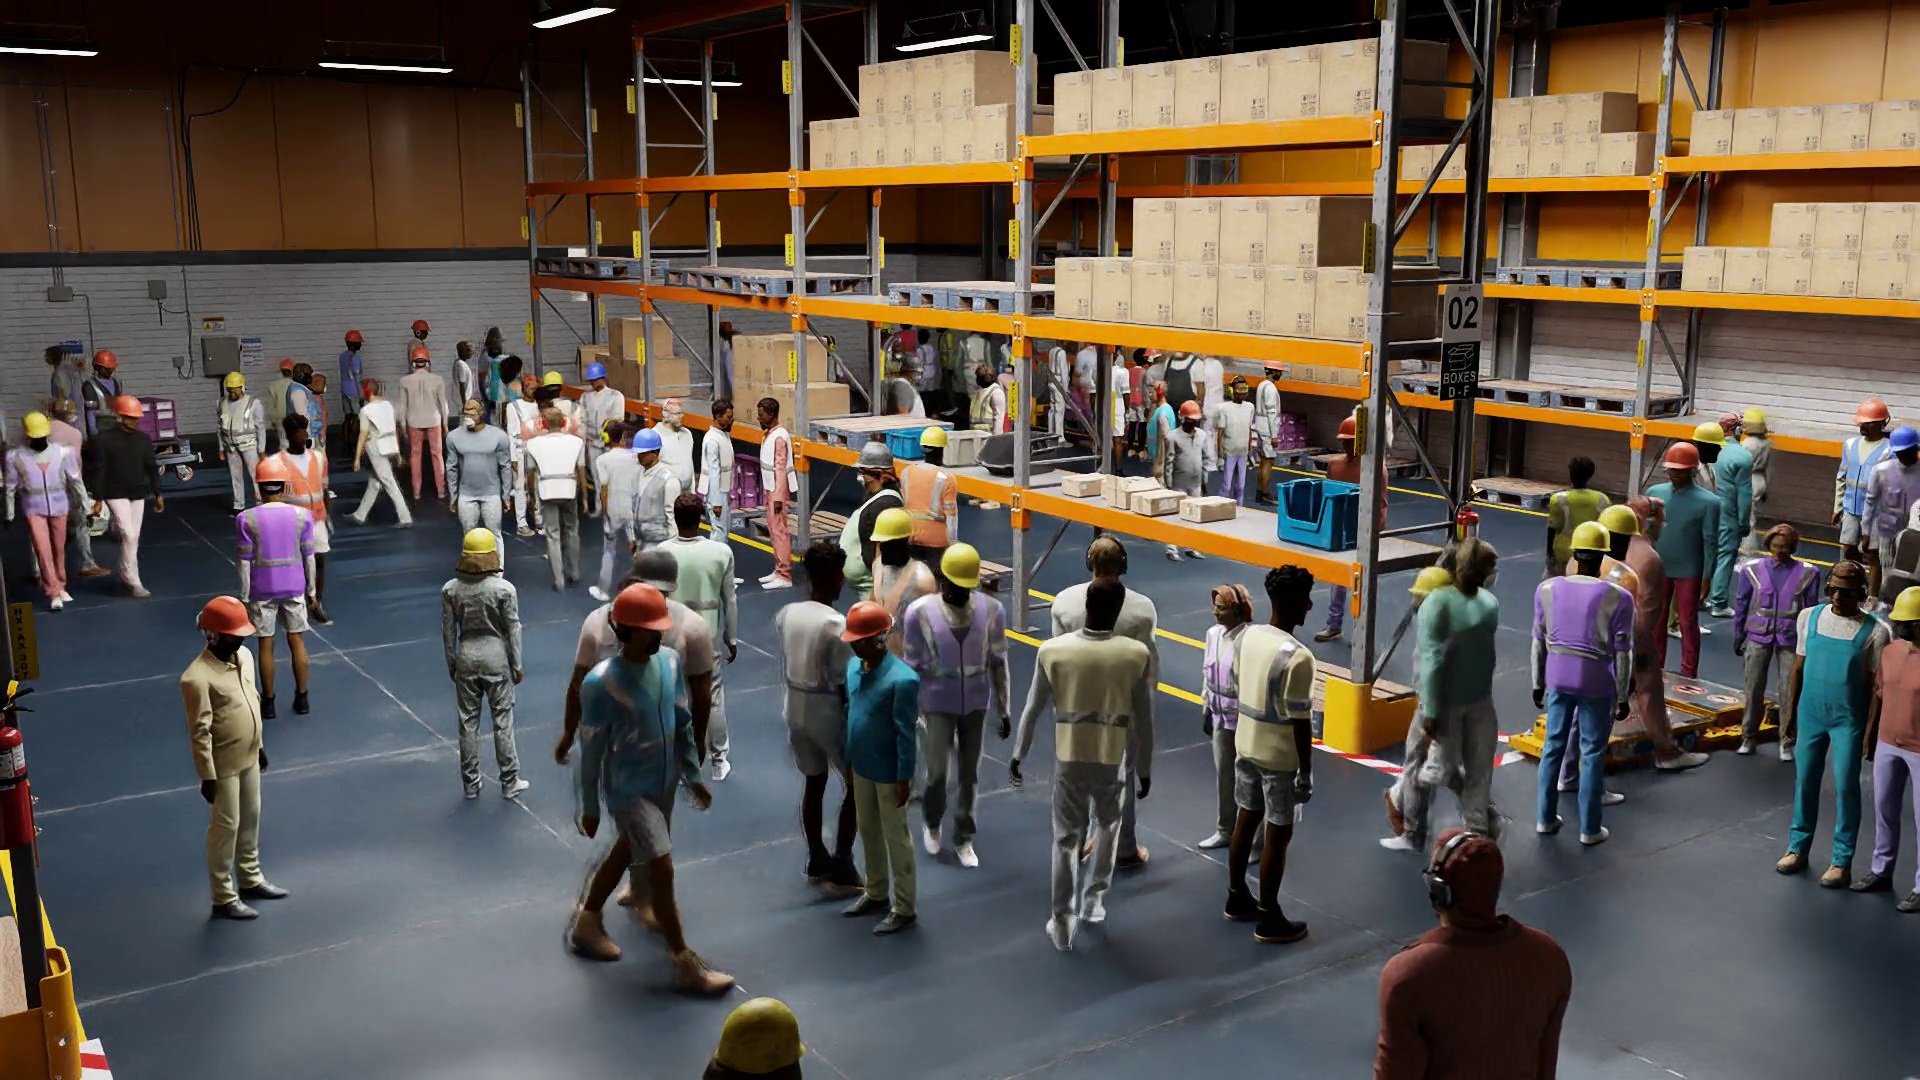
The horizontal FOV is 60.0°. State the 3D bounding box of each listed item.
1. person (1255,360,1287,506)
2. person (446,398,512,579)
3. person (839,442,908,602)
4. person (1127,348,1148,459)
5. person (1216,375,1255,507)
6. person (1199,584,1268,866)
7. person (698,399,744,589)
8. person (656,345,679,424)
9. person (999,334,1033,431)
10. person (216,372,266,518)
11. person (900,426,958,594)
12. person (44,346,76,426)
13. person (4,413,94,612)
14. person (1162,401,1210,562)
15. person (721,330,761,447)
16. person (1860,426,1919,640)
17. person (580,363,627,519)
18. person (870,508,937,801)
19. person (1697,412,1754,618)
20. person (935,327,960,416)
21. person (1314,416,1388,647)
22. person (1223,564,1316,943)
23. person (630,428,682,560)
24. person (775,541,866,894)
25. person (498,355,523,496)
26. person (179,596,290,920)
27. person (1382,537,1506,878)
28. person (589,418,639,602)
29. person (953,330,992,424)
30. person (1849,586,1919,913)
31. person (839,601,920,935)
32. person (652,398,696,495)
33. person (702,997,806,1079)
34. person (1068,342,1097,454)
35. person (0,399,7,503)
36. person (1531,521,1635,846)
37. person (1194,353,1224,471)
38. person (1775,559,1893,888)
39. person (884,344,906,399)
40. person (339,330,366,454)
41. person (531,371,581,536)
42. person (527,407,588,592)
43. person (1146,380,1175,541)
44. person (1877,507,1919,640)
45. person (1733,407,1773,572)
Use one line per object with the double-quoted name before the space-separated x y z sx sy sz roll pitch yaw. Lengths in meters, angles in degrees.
"person" 3.979 -1.400 21.327 0.376 1.927 0.543 0 11 -1
"person" -4.716 -0.435 16.344 0.631 1.936 0.362 -1 11 -3
"person" -0.655 0.273 12.454 0.536 2.000 0.676 0 11 -1
"person" 2.742 -2.078 25.370 0.318 1.697 0.535 -8 13 -34
"person" 3.203 -0.977 19.293 0.508 1.872 0.329 -5 12 -26
"person" 1.581 1.048 9.550 0.323 1.630 0.519 -6 12 -28
"person" -2.391 -0.453 16.529 0.409 1.907 0.598 0 11 0
"person" -4.953 -2.649 27.953 0.503 1.837 0.337 1 11 3
"person" 0.918 -2.593 27.451 0.588 1.913 0.398 6 13 28
"person" -8.792 -1.154 20.355 0.609 1.821 0.415 1 11 7
"person" -0.253 -0.018 14.270 0.584 1.918 0.409 8 13 35
"person" -13.011 -1.896 24.095 0.386 1.831 0.516 -6 13 -28
"person" -8.573 -0.267 15.663 0.694 1.861 0.972 -9 14 -38
"person" 2.446 -0.632 17.855 0.586 1.743 0.359 -6 13 -29
"person" -3.570 -2.396 26.519 1.012 1.884 0.651 2 11 12
"person" 8.213 -0.057 14.500 0.632 1.894 0.836 7 13 33
"person" -4.348 -1.191 20.224 0.611 1.937 0.421 3 12 16
"person" -0.301 0.739 10.533 0.633 1.858 0.623 -8 13 -34
"person" 7.094 -0.237 15.445 0.394 1.900 0.642 -4 12 -21
"person" -0.271 -3.247 30.865 0.495 1.897 0.609 -3 12 -16
"person" 3.373 -0.074 14.347 0.381 1.994 0.621 -11 15 -44
"person" 1.617 1.083 8.541 0.382 1.958 0.606 -5 12 -23
"person" -2.583 0.015 14.048 0.612 1.939 0.417 11 15 44
"person" -0.729 0.969 9.123 0.623 1.950 0.444 9 14 40
"person" -5.853 -1.505 21.993 0.514 1.872 0.332 -9 15 -40
"person" -3.837 1.141 8.791 0.350 1.739 0.574 1 11 6
"person" 2.828 0.921 9.507 0.645 1.900 0.817 -6 13 -28
"person" -3.203 -0.240 15.694 0.516 1.812 1.030 -9 14 -39
"person" 0.237 -2.908 29.177 0.603 1.883 1.064 -5 12 -23
"person" 5.071 1.111 8.905 0.341 1.761 0.529 -5 12 -23
"person" -0.445 1.166 8.666 0.354 1.737 0.573 -9 14 -39
"person" -2.842 -0.456 16.538 0.407 1.906 0.641 7 13 32
"person" -0.532 2.016 4.338 0.492 1.729 0.324 5 12 25
"person" 1.987 -2.361 25.937 0.699 2.000 0.925 -10 15 -40
"person" -12.541 -1.304 21.317 0.579 1.730 0.641 -9 14 -38
"person" 3.679 0.842 9.864 0.589 1.918 0.398 10 15 42
"person" 3.599 -1.924 24.121 0.461 1.877 0.660 7 13 32
"person" 4.852 1.003 9.250 0.349 1.839 0.504 -9 14 -37
"person" -1.013 -2.390 27.191 0.518 1.597 0.781 2 11 8
"person" -9.444 -2.304 25.950 0.545 1.929 0.396 11 15 44
"person" -4.681 -0.992 19.273 0.592 1.911 0.398 -8 13 -34
"person" -4.000 -0.410 16.545 0.578 1.817 0.669 -3 11 -15
"person" 2.311 -0.909 19.014 0.373 1.840 0.570 1 11 4
"person" 7.050 0.485 12.347 0.538 1.664 0.531 -3 11 -13
"person" 8.134 -0.522 17.306 0.507 1.723 0.592 -6 13 -30
